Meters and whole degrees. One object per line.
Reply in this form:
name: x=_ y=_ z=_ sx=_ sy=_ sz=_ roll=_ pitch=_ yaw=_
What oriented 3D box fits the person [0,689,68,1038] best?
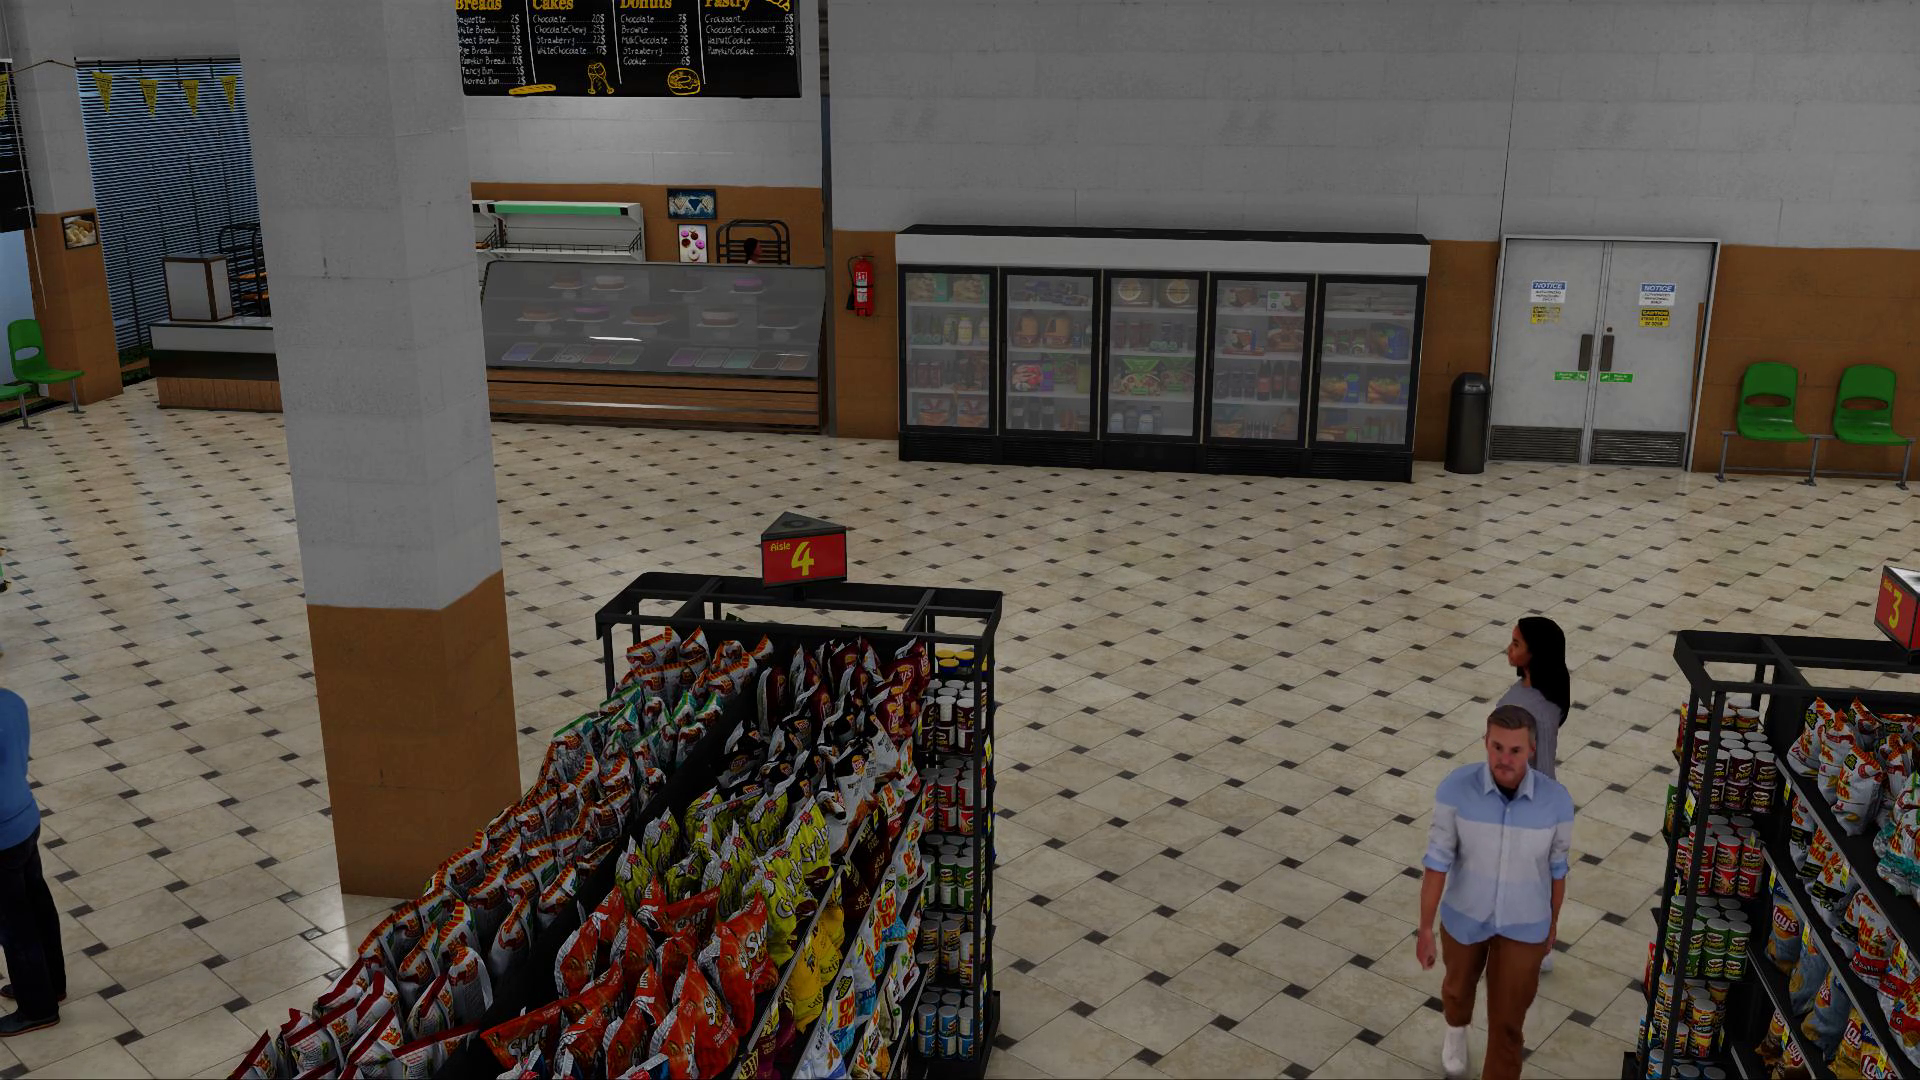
person: x=-4.115 y=1.239 z=7.146 sx=0.791 sy=1.820 sz=0.643 roll=-4 pitch=17 yaw=-12

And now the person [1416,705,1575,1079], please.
person: x=2.084 y=1.449 z=6.520 sx=0.821 sy=1.781 sz=1.212 roll=6 pitch=18 yaw=19

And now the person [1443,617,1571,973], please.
person: x=2.648 y=1.187 z=7.493 sx=0.694 sy=1.718 sz=0.649 roll=3 pitch=17 yaw=9
